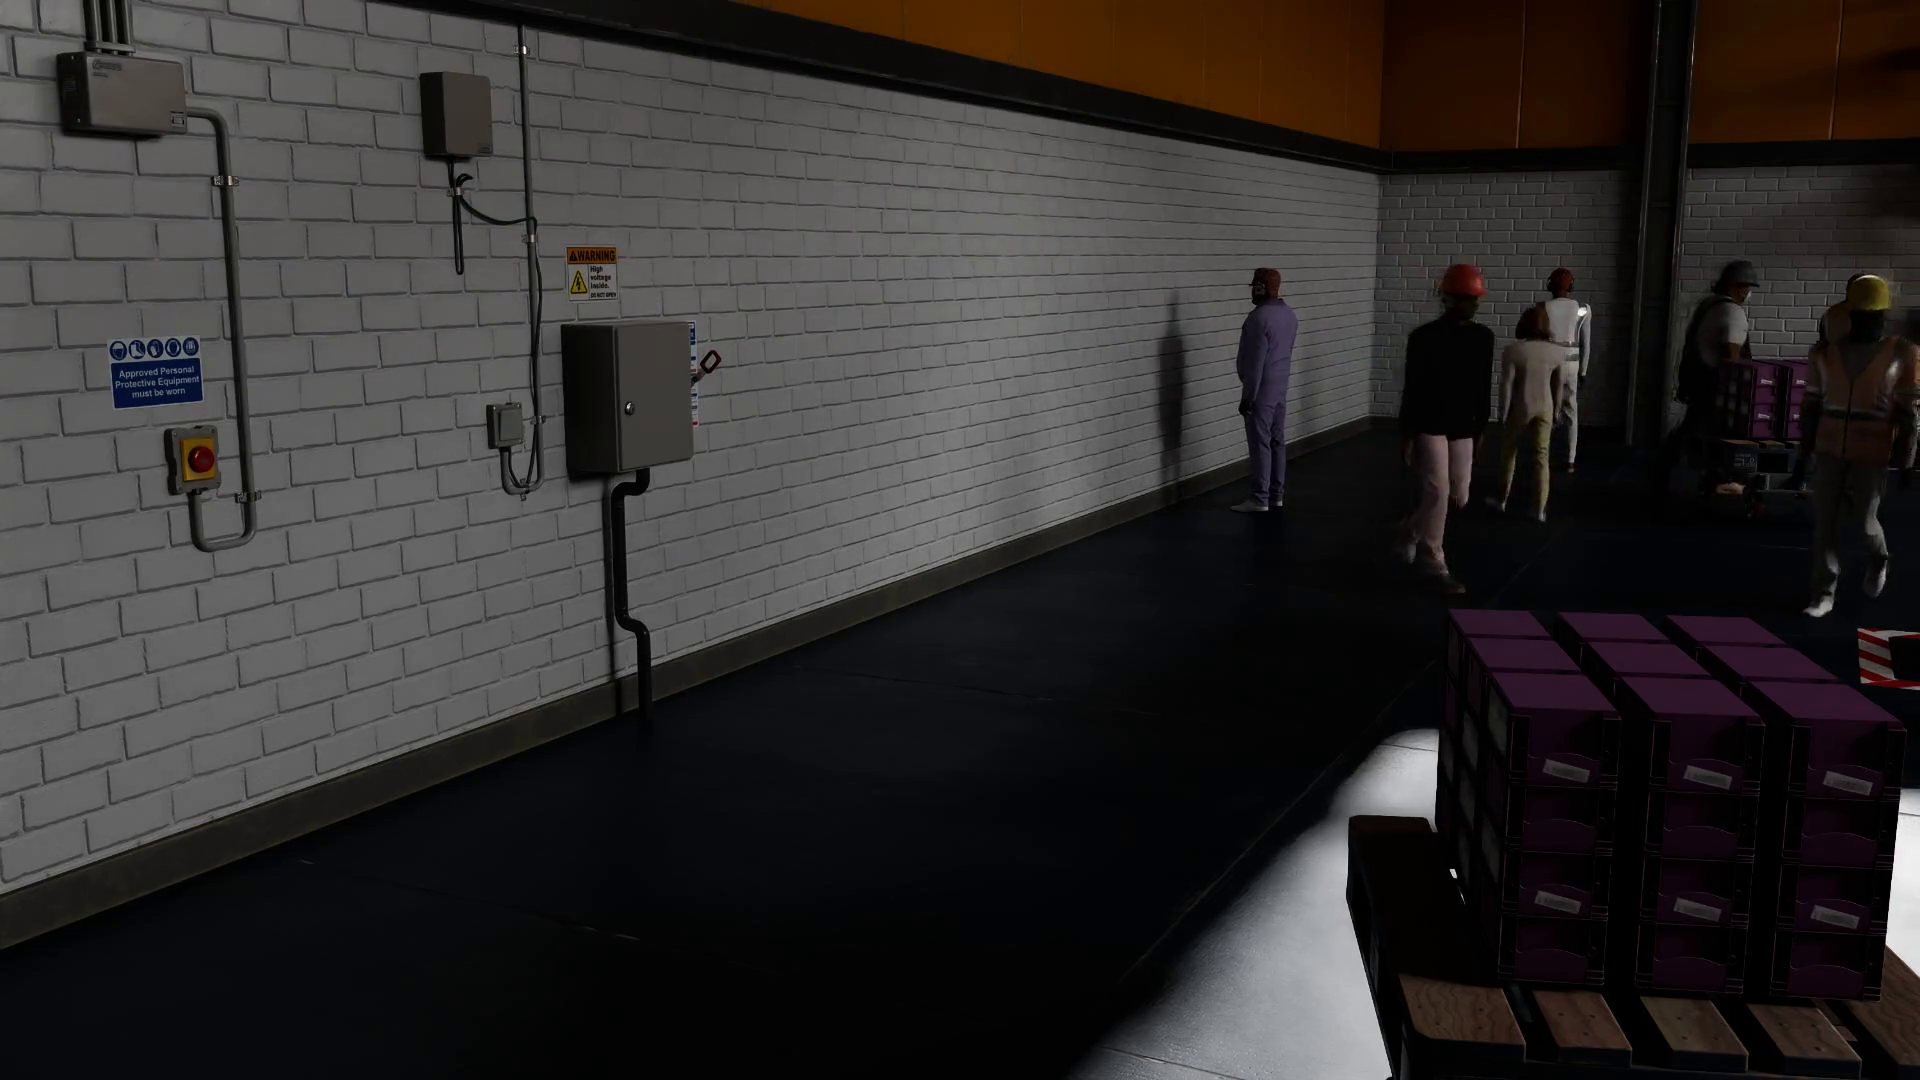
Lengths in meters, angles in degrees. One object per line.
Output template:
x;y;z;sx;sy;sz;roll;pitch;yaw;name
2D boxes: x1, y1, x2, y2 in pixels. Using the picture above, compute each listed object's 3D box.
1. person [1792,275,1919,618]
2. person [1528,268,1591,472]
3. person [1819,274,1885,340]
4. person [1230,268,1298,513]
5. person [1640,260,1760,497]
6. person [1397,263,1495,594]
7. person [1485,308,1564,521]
5.010;-0.518;9.271;0.621;1.904;0.602;-9;13;-43;person
5.498;-1.556;15.341;0.575;1.883;0.362;1;10;6;person
7.895;-1.424;14.712;0.429;1.838;0.621;-3;10;-18;person
2.361;-1.165;13.005;0.409;1.907;0.651;7;12;35;person
6.140;-1.365;13.780;0.960;2.000;0.697;1;10;5;person
2.885;-0.689;10.094;0.635;1.973;0.719;-4;11;-22;person
4.337;-0.970;12.761;0.526;1.601;0.780;0;10;-2;person
